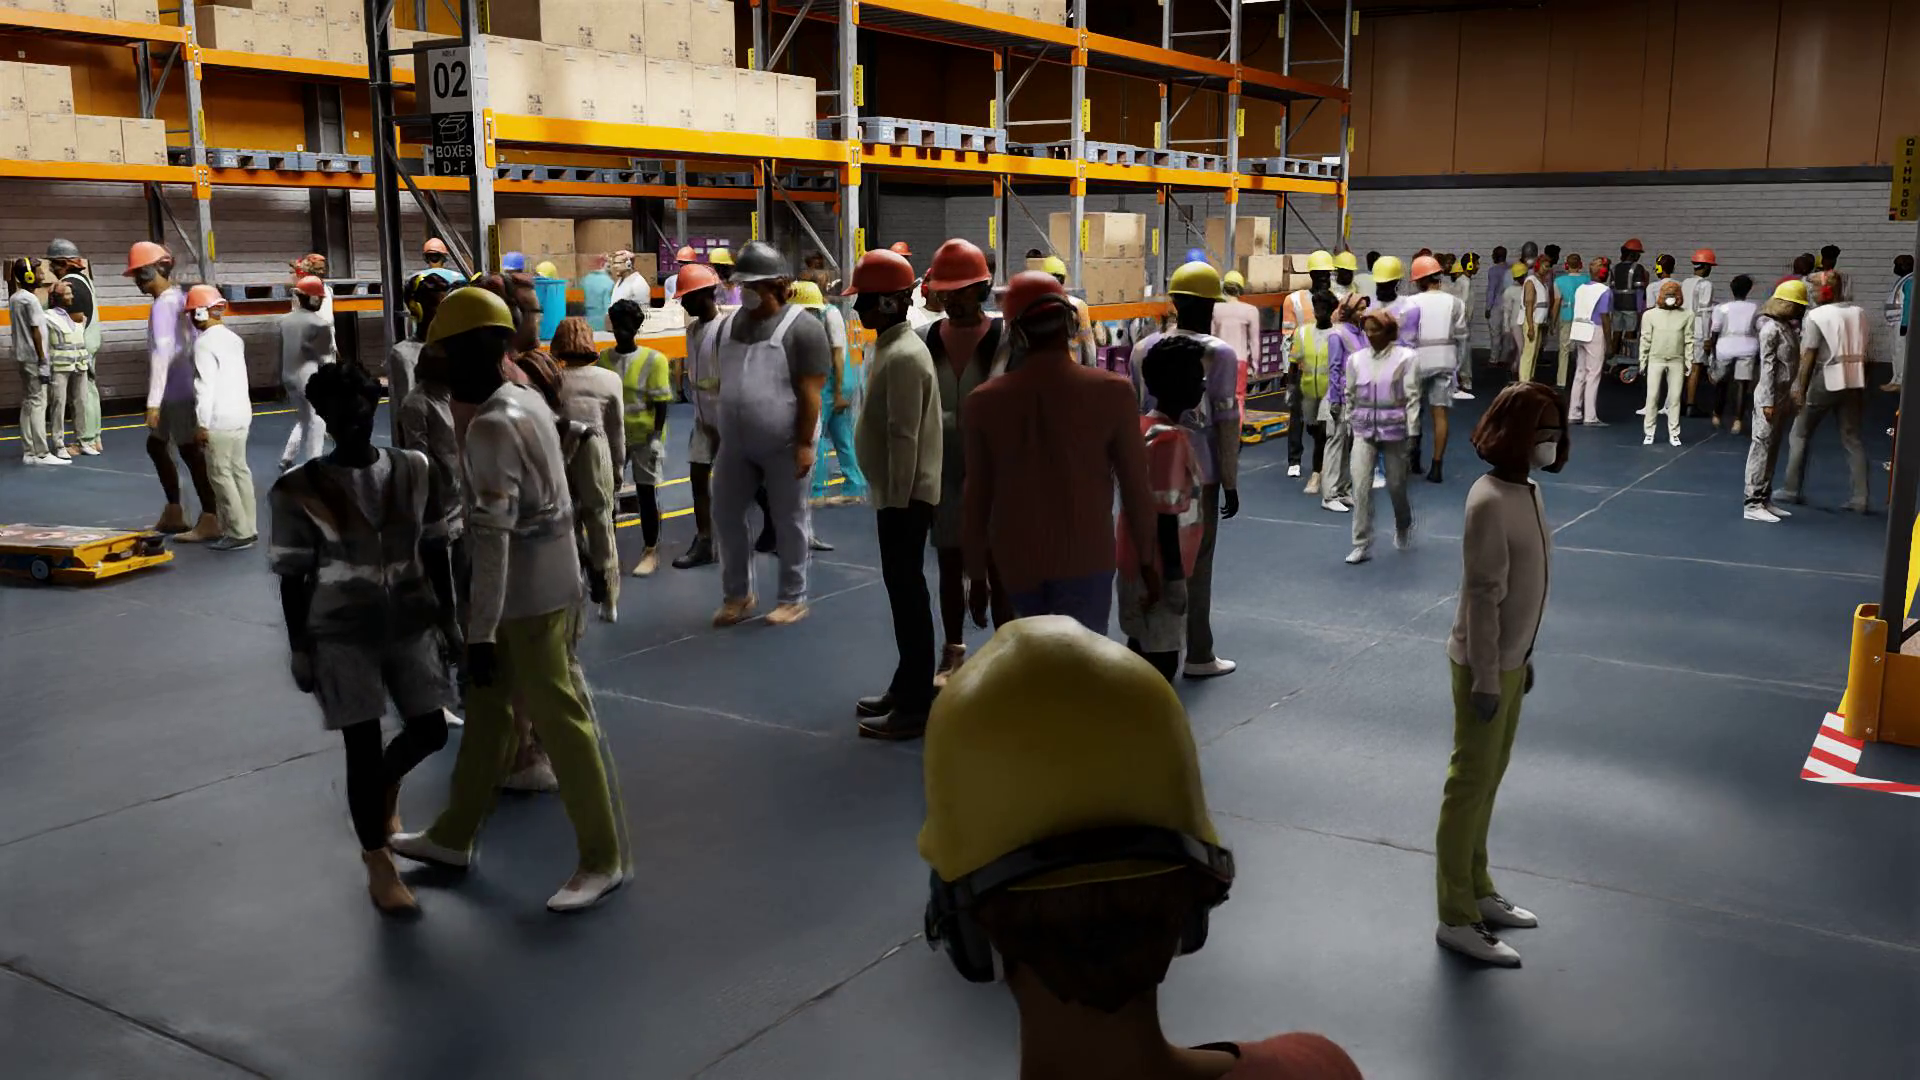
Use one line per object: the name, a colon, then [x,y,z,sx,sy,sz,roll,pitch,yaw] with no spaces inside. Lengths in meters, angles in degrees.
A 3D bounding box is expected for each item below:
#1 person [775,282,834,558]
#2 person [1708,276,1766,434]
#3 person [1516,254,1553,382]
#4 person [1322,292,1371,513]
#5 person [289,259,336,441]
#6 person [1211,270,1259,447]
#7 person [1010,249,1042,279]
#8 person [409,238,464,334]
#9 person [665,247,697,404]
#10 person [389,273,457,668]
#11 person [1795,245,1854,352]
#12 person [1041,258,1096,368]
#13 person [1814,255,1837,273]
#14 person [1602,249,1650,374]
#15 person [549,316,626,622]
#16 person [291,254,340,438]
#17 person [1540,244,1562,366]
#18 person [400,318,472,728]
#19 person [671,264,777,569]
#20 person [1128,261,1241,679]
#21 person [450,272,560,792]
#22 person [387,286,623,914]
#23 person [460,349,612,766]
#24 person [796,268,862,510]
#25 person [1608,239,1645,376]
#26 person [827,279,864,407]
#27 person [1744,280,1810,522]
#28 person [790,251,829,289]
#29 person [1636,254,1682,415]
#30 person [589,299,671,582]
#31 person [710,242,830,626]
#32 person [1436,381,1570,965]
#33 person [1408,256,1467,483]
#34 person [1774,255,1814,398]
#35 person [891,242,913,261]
person: [-1.004,-0.765,10.658,0.339,1.761,0.524,4,11,20]
person: [8.203,-1.962,17.571,0.551,1.641,0.892,4,11,19]
person: [7.365,-2.738,21.365,0.389,1.837,0.563,6,12,31]
person: [2.911,-1.034,12.475,0.309,1.638,0.522,9,13,40]
person: [-6.539,-1.918,16.838,0.384,1.835,0.562,1,10,3]
person: [2.614,-1.739,16.107,0.538,1.741,0.682,2,10,11]
person: [0.870,-2.573,20.244,0.588,1.914,0.392,-3,11,-16]
person: [-5.789,-2.323,18.500,0.615,2.039,0.387,-5,12,-28]
person: [-3.364,-2.645,20.569,0.543,1.939,0.371,3,11,14]
person: [-2.514,-0.335,7.964,0.310,1.869,0.531,1,10,7]
person: [10.587,-2.629,20.401,0.613,1.963,0.361,5,11,25]
person: [0.832,-1.435,14.056,0.608,1.864,1.015,5,11,25]
person: [11.854,-3.000,22.865,0.403,1.824,0.591,5,11,24]
person: [10.023,-3.457,24.996,0.370,1.963,0.608,-9,14,-41]
person: [-2.000,-0.356,8.753,0.504,1.629,0.278,-6,12,-31]
person: [-6.576,-1.978,17.031,0.349,1.881,0.577,3,11,14]
person: [9.455,-3.781,26.815,0.372,1.957,0.606,3,11,18]
person: [-2.109,-0.090,6.992,0.322,1.737,0.489,5,11,26]
person: [-1.453,-0.790,10.477,0.562,1.886,0.900,10,14,43]
person: [1.055,-0.324,7.749,0.594,1.922,0.385,9,14,41]
person: [-1.646,-0.029,6.184,0.402,1.902,0.672,-5,11,-26]
person: [-1.444,0.184,5.068,0.823,1.870,0.677,-2,10,-10]
person: [-1.562,0.114,6.142,0.530,1.627,0.363,3,11,16]
person: [-1.055,-1.121,12.473,0.722,1.805,0.575,-2,10,-12]
person: [9.941,-3.453,24.772,0.394,2.038,0.605,-5,11,-24]
person: [-1.173,-2.185,18.120,0.599,1.908,0.396,-5,11,-24]
person: [5.930,-1.005,12.046,0.308,1.736,0.484,9,13,40]
person: [-1.637,-2.223,18.333,0.425,1.905,0.608,8,13,37]
person: [8.113,-2.359,19.218,0.510,1.860,0.333,-2,10,-9]
person: [-1.983,-0.578,9.812,0.553,1.670,0.632,2,10,11]
person: [-1.029,-0.542,8.633,0.690,2.000,0.616,4,11,23]
person: [1.546,0.363,4.750,0.285,1.631,0.501,6,12,30]
person: [4.009,-1.465,14.188,0.617,1.870,0.972,0,10,2]
person: [10.748,-2.729,21.365,0.433,1.830,0.631,-3,11,-15]
person: [-0.805,-2.990,22.328,0.382,1.995,0.612,3,11,15]
